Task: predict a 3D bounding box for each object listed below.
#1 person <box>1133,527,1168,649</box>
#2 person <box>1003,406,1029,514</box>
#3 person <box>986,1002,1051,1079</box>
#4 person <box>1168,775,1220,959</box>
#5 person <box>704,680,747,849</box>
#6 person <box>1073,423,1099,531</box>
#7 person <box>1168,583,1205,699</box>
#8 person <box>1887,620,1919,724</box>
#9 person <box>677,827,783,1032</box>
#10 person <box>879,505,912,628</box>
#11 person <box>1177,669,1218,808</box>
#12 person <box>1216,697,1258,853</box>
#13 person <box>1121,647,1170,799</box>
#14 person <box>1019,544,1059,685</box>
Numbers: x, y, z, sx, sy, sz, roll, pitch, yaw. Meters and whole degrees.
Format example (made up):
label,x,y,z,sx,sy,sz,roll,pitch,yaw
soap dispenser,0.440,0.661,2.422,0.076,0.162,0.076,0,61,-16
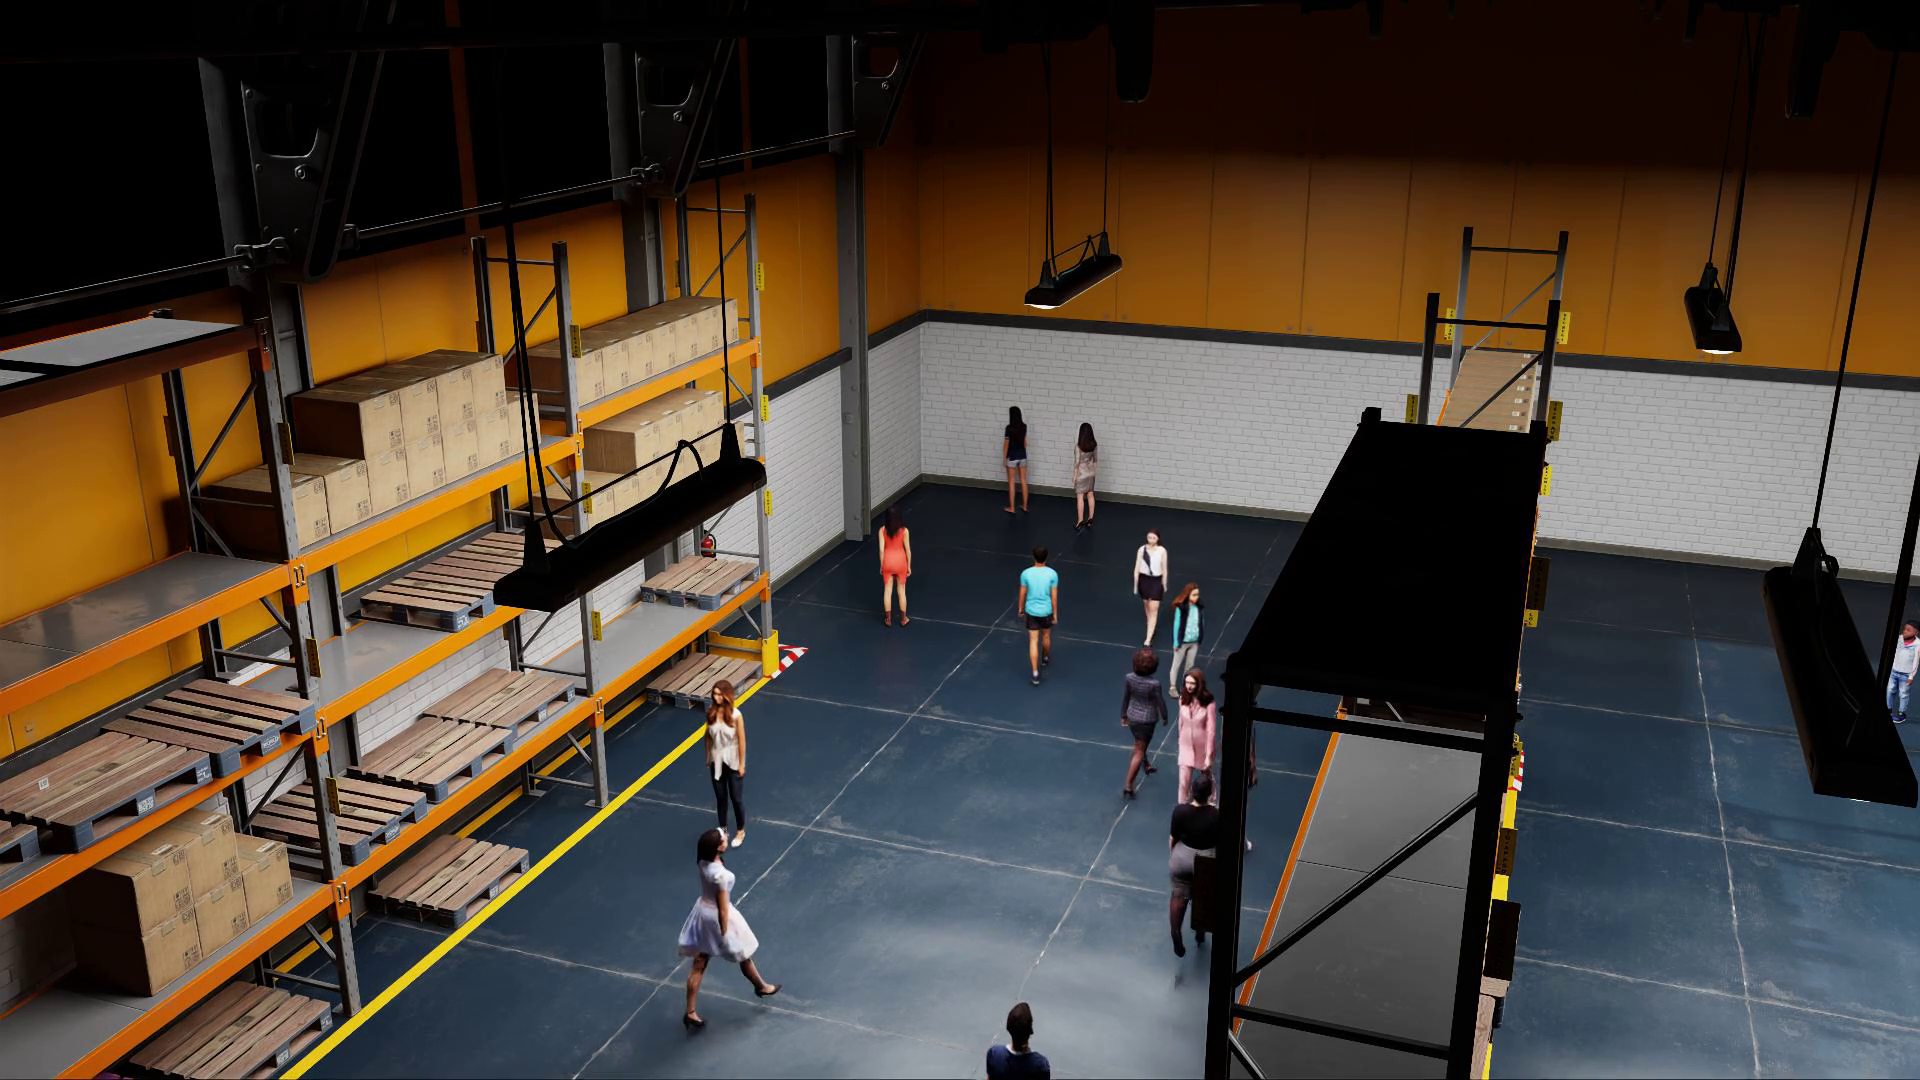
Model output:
label,x,y,z,sx,sy,sz,roll,pitch,yaw
person,2.521,0.602,21.911,0.653,1.602,1.110,5,19,14
person,0.928,-1.331,27.407,0.666,1.759,0.732,-9,21,-26
person,0.355,4.068,11.290,0.614,1.813,1.126,6,20,18
person,2.079,2.939,14.758,0.648,1.739,0.938,6,20,18
person,-2.344,2.239,16.766,0.602,1.784,0.531,8,20,22
person,1.995,-1.022,26.507,0.632,1.747,0.724,-12,22,-32
person,2.752,1.211,20.275,0.686,1.493,0.743,-7,20,-21
person,11.173,1.529,19.692,0.628,1.261,0.569,-9,20,-24
person,-2.104,3.254,13.779,1.250,1.766,1.052,-14,23,-36
person,-0.882,0.348,22.483,0.651,1.719,0.637,0,19,0
person,2.481,2.142,17.095,0.713,1.757,1.165,9,21,26
person,2.691,2.320,16.544,0.890,1.771,0.804,-11,22,-30
person,1.890,1.986,17.694,0.832,1.672,1.042,14,23,36
person,0.977,0.946,20.675,0.868,1.740,1.121,0,19,0
